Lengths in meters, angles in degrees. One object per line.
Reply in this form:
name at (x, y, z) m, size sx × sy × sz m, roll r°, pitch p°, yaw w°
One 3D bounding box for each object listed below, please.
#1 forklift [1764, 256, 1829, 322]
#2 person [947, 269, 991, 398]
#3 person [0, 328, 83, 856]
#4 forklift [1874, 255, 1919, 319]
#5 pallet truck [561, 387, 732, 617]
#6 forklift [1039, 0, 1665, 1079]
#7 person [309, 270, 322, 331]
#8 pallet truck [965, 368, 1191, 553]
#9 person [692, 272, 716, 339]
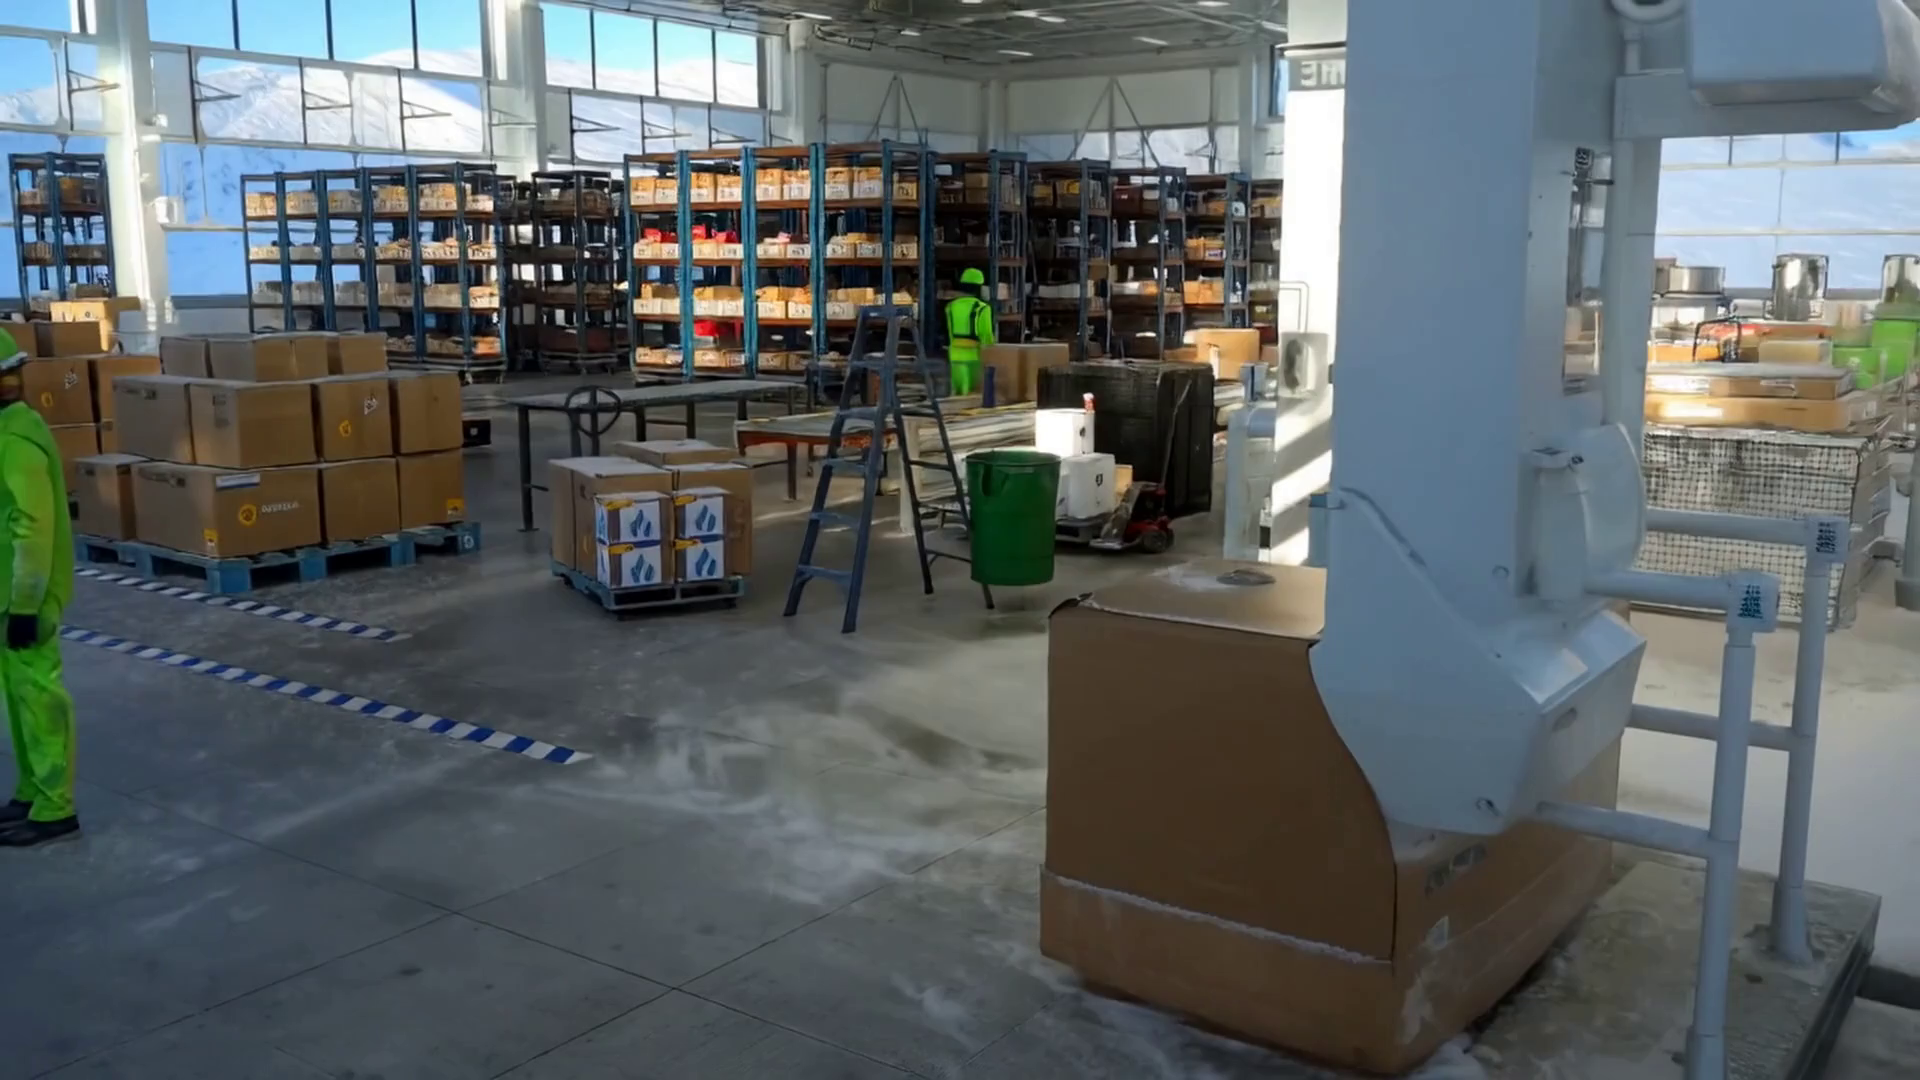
forklift at (20.253, -5.854, 40.139) m, size 1.157 × 1.987 × 2.680 m, roll 7°, pitch 12°, yaw 35°
person at (0.116, -2.015, 18.364) m, size 0.601 × 1.940 × 0.417 m, roll 9°, pitch 13°, yaw 42°
person at (-3.271, 0.161, 5.722) m, size 0.404 × 1.826 × 0.587 m, roll -7°, pitch 12°, yaw -34°
forklift at (22.089, -5.634, 38.796) m, size 1.157 × 1.987 × 2.680 m, roll 6°, pitch 11°, yaw 33°
pallet truck at (-1.981, -0.274, 10.088) m, size 0.680 × 1.201 × 1.601 m, roll -5°, pitch 11°, yaw -28°
forklift at (1.249, -0.137, 4.360) m, size 1.873 × 2.768 × 1.129 m, roll 7°, pitch 12°, yaw 35°
person at (-12.105, -4.191, 31.576) m, size 0.574 × 1.843 × 0.374 m, roll 4°, pitch 10°, yaw 21°
pallet truck at (0.845, -0.609, 11.869) m, size 1.630 × 1.274 × 0.653 m, roll 7°, pitch 12°, yaw 35°
person at (-4.609, -3.820, 29.409) m, size 0.592 × 1.833 × 0.404 m, roll -3°, pitch 10°, yaw -18°
